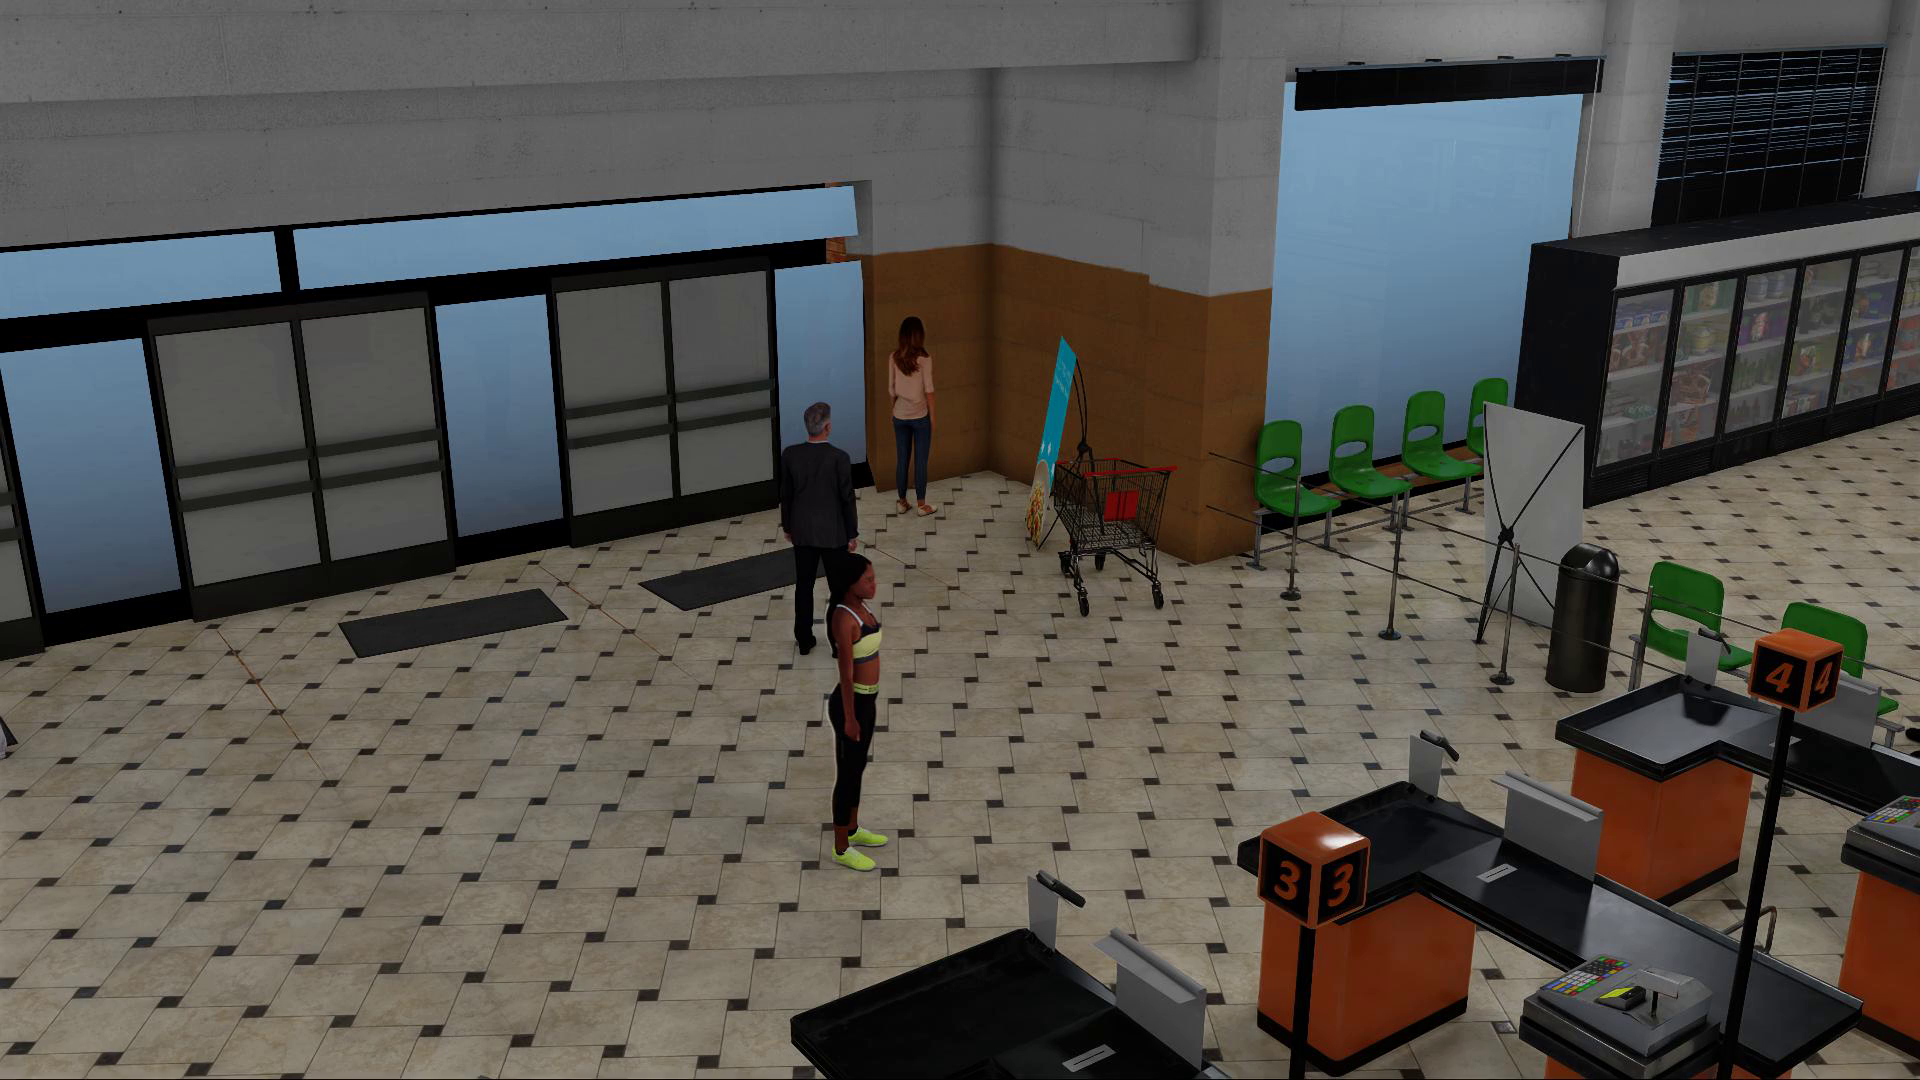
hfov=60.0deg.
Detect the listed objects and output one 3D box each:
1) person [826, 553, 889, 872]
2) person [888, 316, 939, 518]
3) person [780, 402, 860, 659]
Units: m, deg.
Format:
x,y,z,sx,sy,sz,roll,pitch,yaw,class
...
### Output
x,y,z,sx,sy,sz,roll,pitch,yaw,class
-0.577,0.899,8.929,0.694,1.754,0.639,4,19,11,person
-0.431,-1.100,14.801,0.616,1.792,0.729,9,21,26,person
-0.981,-0.076,11.687,0.775,1.840,0.870,5,19,15,person
